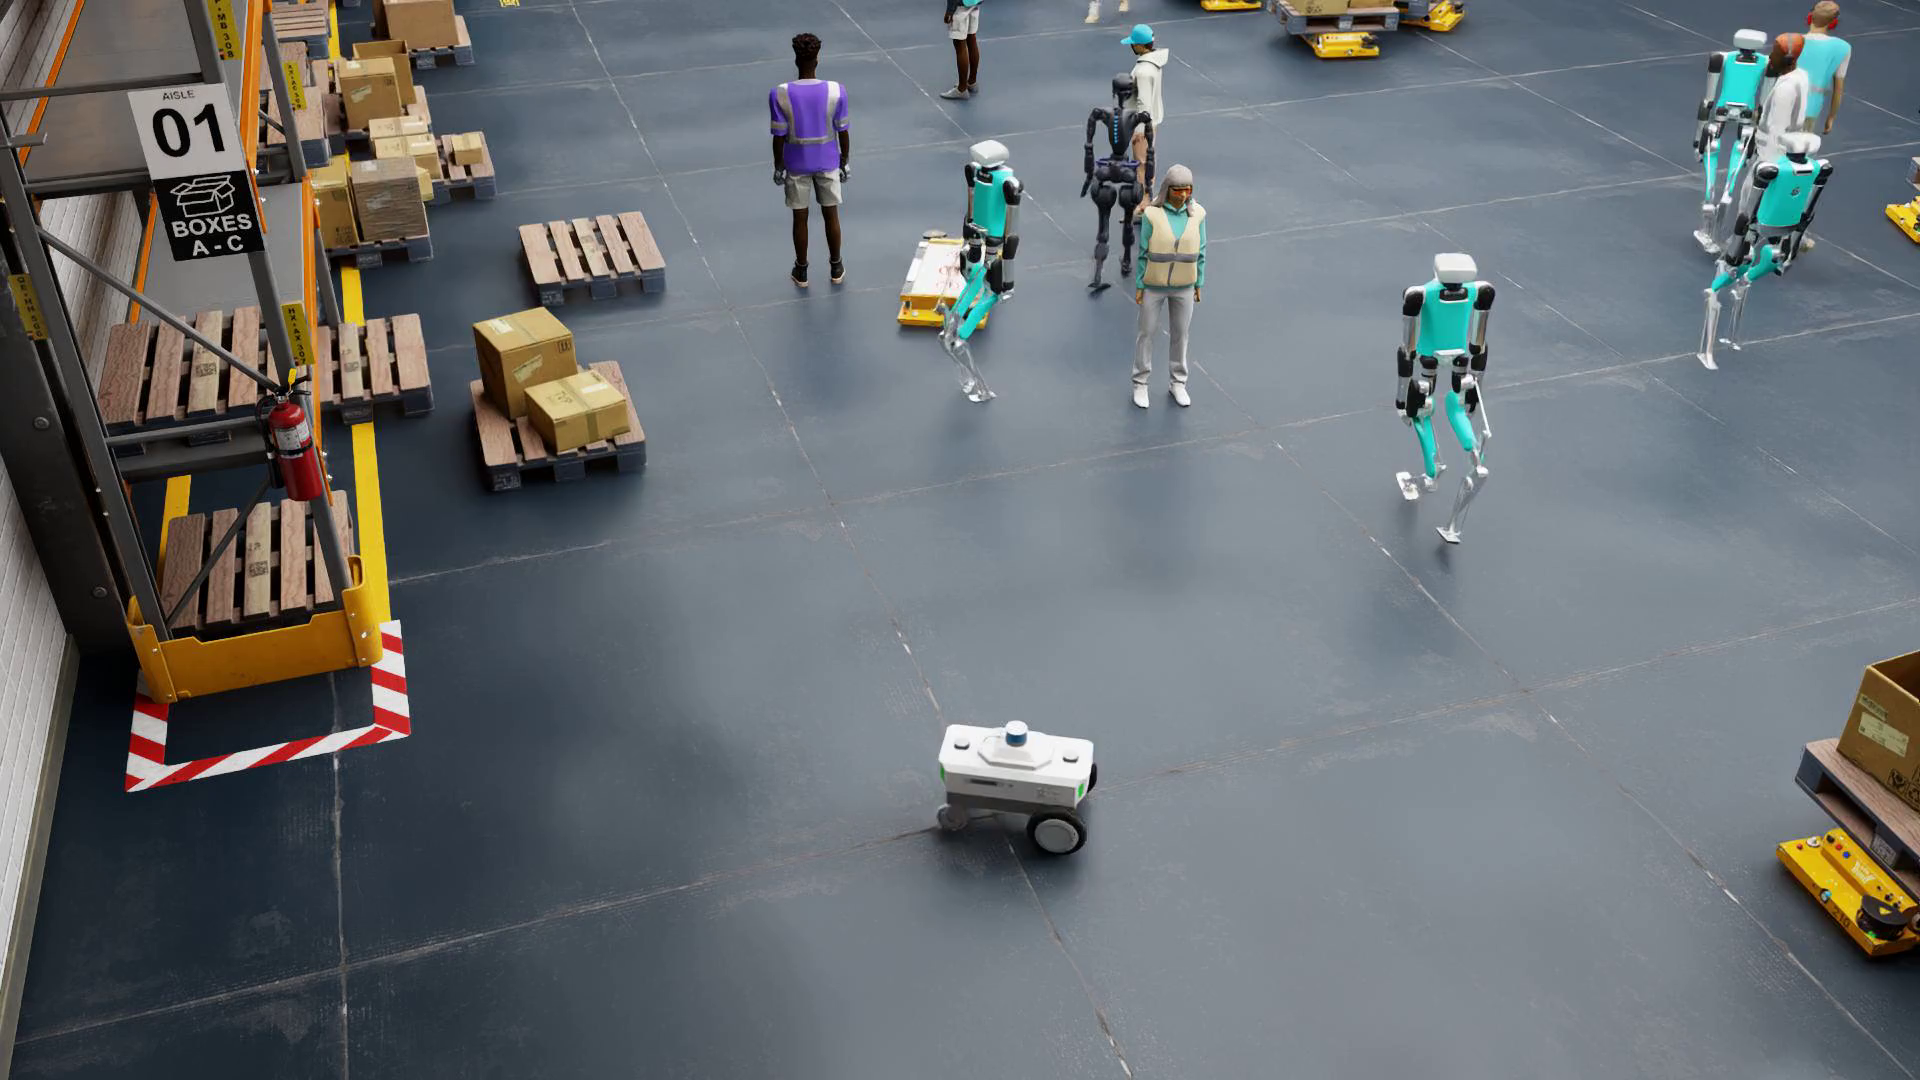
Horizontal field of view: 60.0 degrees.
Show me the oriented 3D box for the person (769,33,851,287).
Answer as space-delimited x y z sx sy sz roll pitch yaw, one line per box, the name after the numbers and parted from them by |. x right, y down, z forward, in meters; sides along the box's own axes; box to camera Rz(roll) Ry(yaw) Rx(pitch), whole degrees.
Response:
-1.138 -2.897 12.749 0.612 1.963 0.361 -6 34 -10 | person

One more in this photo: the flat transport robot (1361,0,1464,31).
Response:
5.068 -6.172 19.325 1.431 0.231 0.659 17 37 24 | flat transport robot

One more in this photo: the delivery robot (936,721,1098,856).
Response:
0.285 1.123 7.876 0.779 0.597 0.499 6 34 9 | delivery robot

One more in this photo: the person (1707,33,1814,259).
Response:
6.486 -3.046 13.080 0.680 1.855 0.625 17 37 24 | person

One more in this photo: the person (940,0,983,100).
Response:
0.042 -5.369 16.568 0.421 1.936 0.547 15 36 22 | person

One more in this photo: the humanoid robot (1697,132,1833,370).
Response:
5.538 -2.080 11.729 0.531 1.798 0.796 -5 33 -8 | humanoid robot

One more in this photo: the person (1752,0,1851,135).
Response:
6.981 -3.564 13.899 0.602 1.819 0.451 9 34 13 | person

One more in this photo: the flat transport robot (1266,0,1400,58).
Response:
4.134 -5.696 18.595 0.659 0.231 1.431 -4 33 -6 | flat transport robot

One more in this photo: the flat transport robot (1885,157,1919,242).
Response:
8.656 -2.683 13.973 1.431 0.231 0.659 2 33 3 | flat transport robot

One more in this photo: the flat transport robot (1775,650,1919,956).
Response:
4.568 1.484 7.582 1.431 0.231 0.659 -8 34 -12 | flat transport robot

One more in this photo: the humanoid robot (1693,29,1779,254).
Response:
6.102 -3.110 13.270 0.554 1.741 0.844 14 36 20 | humanoid robot

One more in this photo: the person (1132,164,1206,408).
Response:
1.395 -1.704 11.158 0.464 1.706 0.367 -4 33 -5 | person

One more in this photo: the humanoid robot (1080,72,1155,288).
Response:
1.206 -2.763 12.858 0.602 1.636 0.716 11 35 16 | humanoid robot

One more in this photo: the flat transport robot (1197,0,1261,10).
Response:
3.107 -6.686 20.113 0.659 0.231 1.431 -6 34 -8 | flat transport robot

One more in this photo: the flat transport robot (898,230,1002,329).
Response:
-0.055 -2.037 12.982 0.659 0.231 1.431 4 33 6 | flat transport robot

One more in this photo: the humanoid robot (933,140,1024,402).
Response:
0.056 -1.769 11.220 0.673 1.774 0.545 -22 39 -30 | humanoid robot

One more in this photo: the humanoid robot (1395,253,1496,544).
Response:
2.847 -0.745 9.687 0.547 1.748 1.041 -3 33 -5 | humanoid robot

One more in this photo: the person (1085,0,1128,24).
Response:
1.725 -6.927 19.054 0.529 1.842 0.779 8 34 12 | person

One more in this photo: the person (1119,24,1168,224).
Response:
1.500 -3.465 13.889 0.390 1.669 0.465 8 34 12 | person

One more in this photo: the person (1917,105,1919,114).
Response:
9.701 -5.002 16.016 0.566 1.919 0.485 21 39 29 | person
